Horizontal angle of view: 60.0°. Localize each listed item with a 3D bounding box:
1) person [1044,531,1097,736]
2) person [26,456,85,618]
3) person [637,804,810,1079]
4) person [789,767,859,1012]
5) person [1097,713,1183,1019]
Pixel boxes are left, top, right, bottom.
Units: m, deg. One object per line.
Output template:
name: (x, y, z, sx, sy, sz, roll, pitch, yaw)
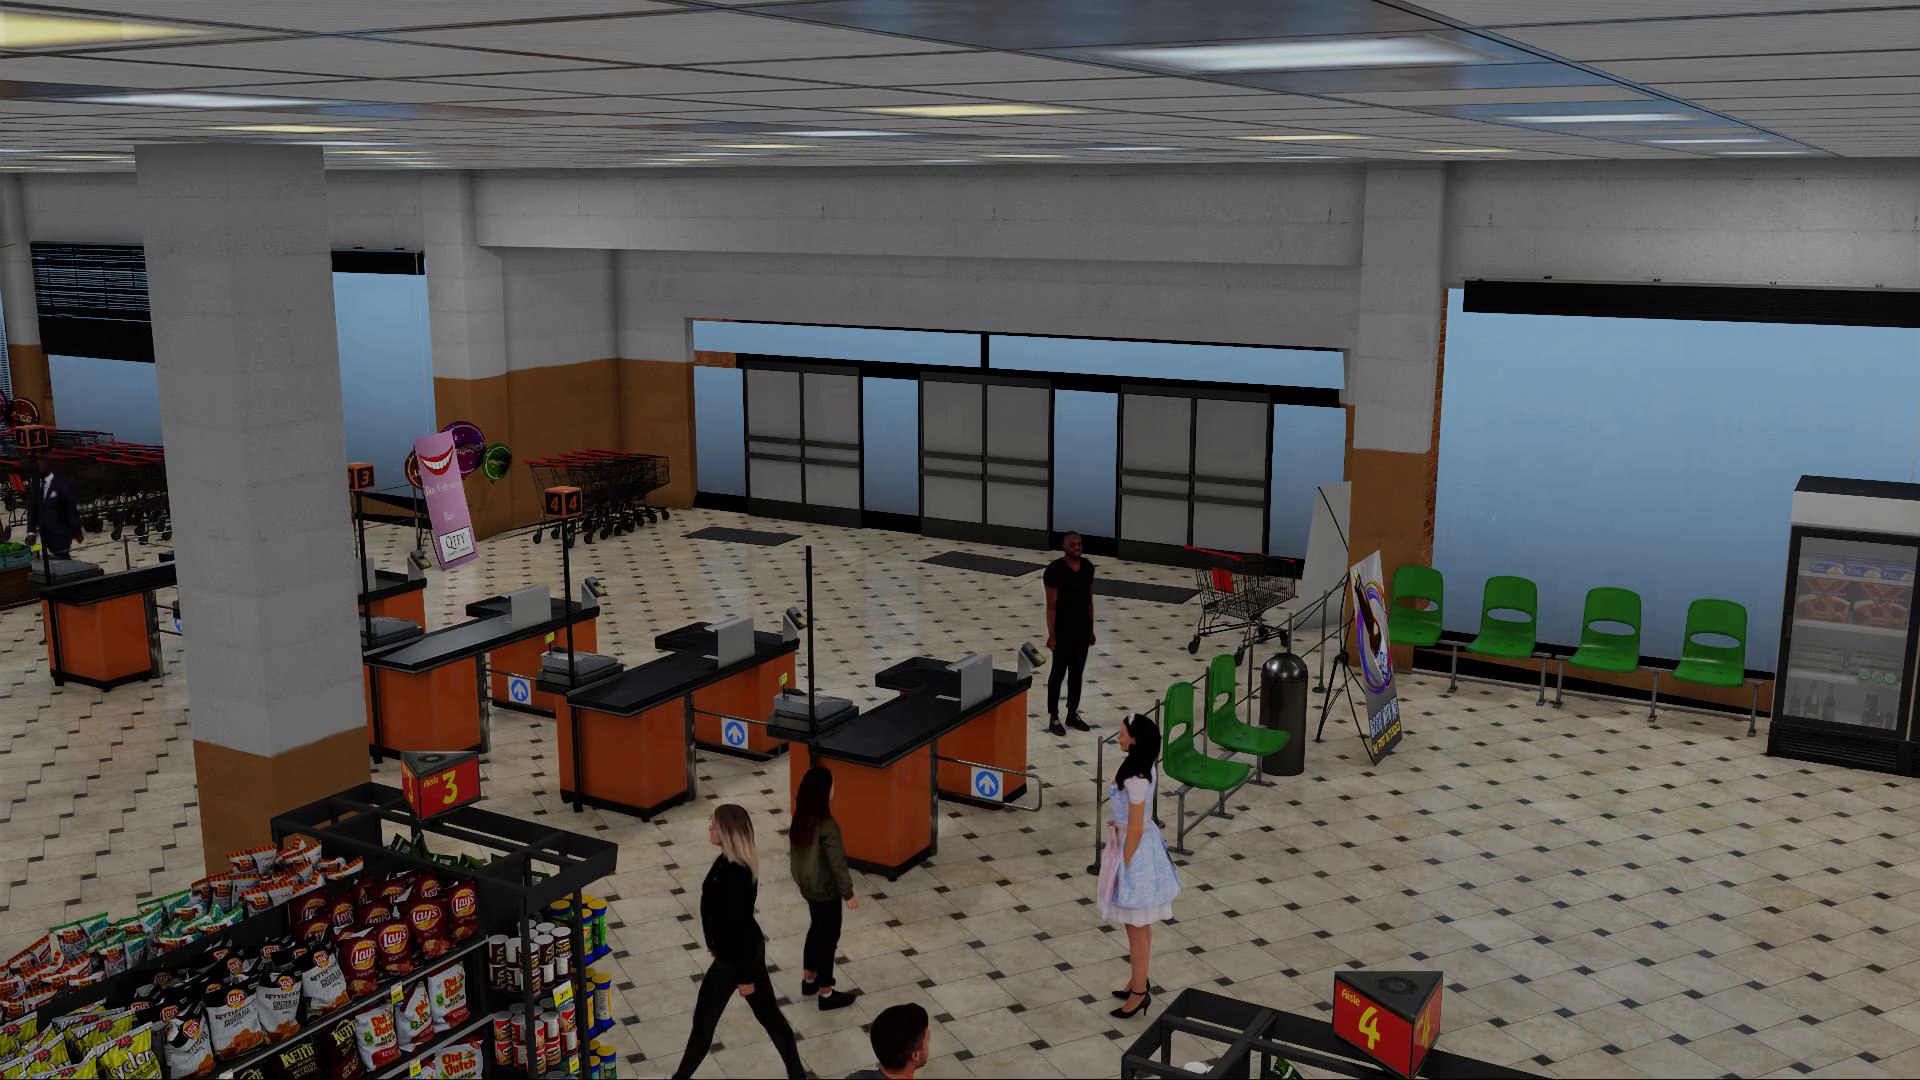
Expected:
person: (0.973, 0.803, 14.722, 0.671, 1.819, 0.805, -7, 14, -30)
person: (-10.237, -0.069, 18.942, 0.813, 1.786, 1.209, 3, 12, 16)
person: (-1.055, 2.185, 8.598, 1.097, 1.638, 1.173, 0, 12, -2)
person: (-0.844, 2.037, 9.694, 0.714, 1.475, 0.692, -7, 14, -30)
person: (1.013, 1.875, 9.634, 0.865, 1.818, 0.781, 2, 12, 9)
